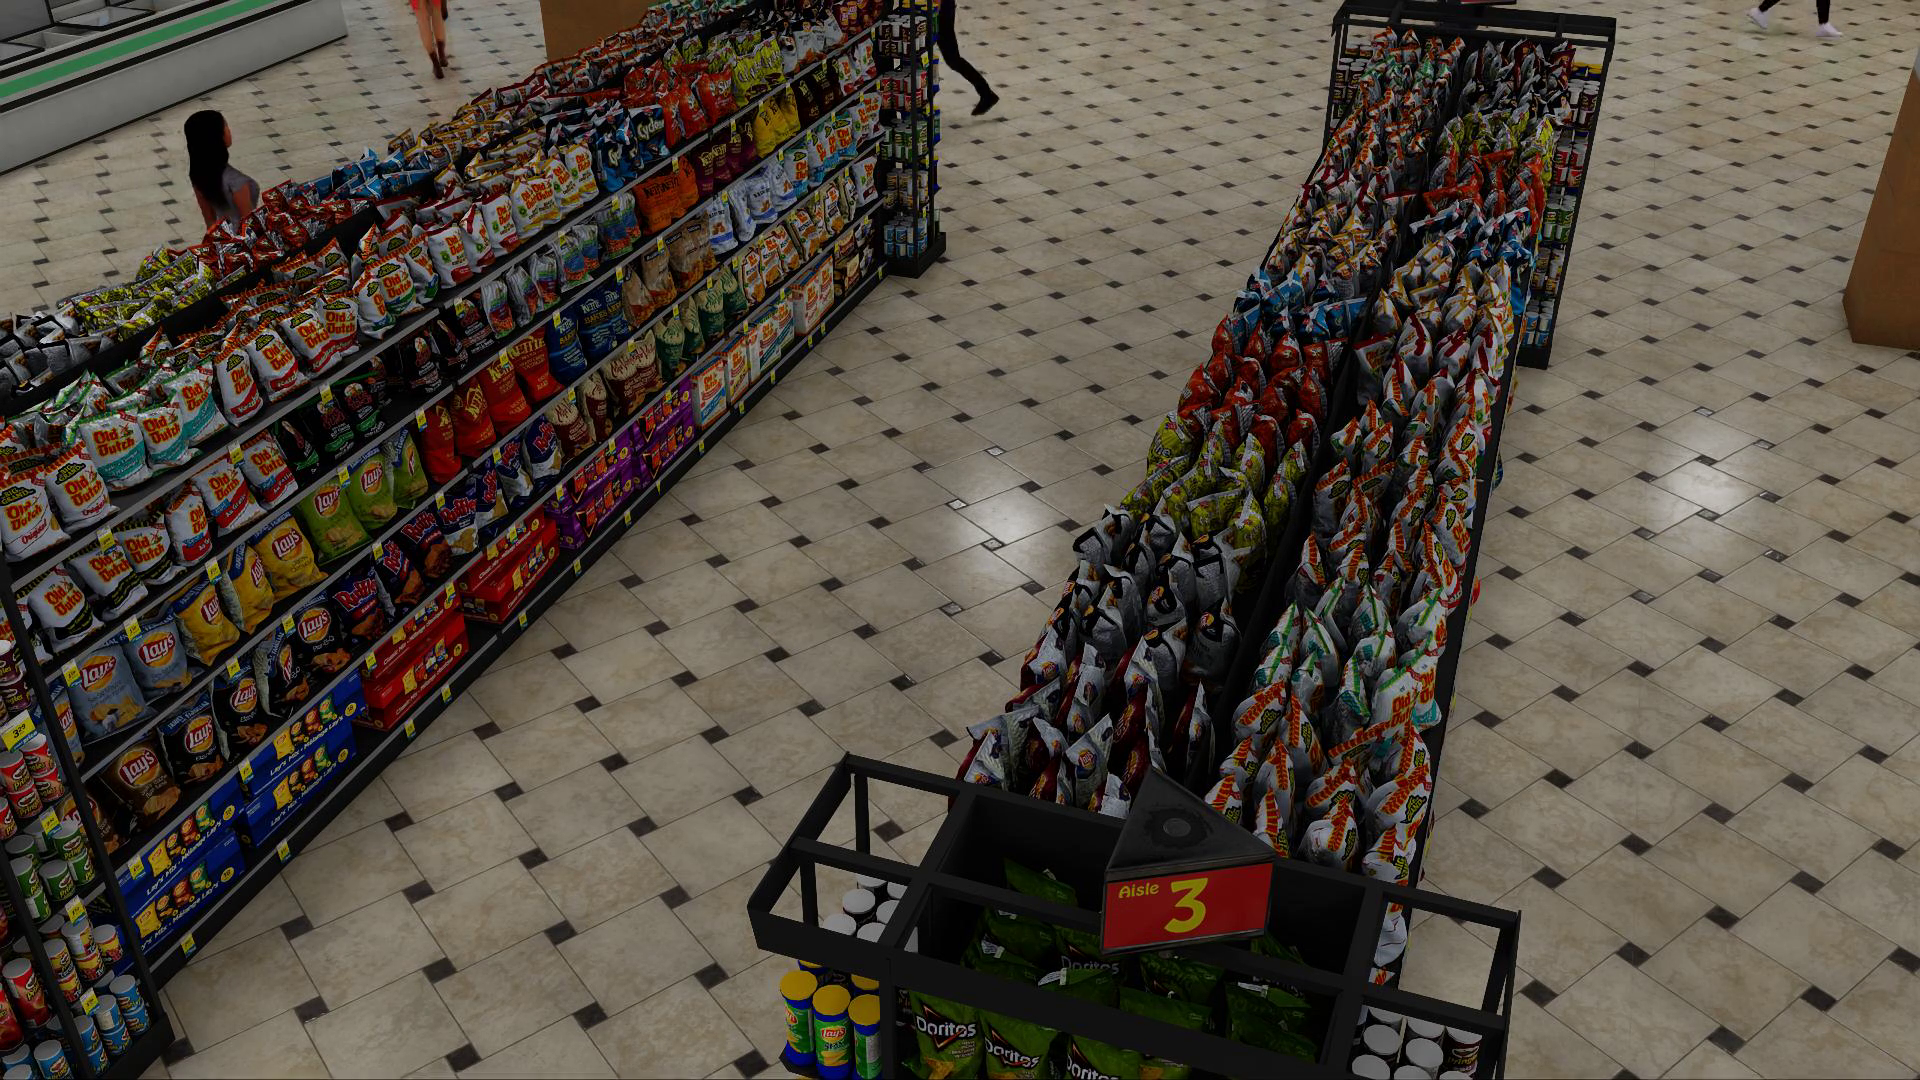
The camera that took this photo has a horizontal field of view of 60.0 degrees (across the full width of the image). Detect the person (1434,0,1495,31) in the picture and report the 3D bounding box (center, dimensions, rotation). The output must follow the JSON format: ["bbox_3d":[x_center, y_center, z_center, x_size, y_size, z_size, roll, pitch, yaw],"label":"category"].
[{"bbox_3d":[4.228,-4.430,14.070,0.888,1.668,1.169,-2,32,-3],"label":"person"}]

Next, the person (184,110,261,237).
[{"bbox_3d":[-4.024,-1.472,9.224,0.727,1.767,0.937,19,37,28],"label":"person"}]

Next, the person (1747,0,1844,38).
[{"bbox_3d":[8.263,-5.716,16.205,0.865,1.597,1.128,17,36,25],"label":"person"}]

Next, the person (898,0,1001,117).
[{"bbox_3d":[-0.071,-4.378,13.903,1.002,1.756,1.187,-1,32,-2],"label":"person"}]

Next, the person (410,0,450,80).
[{"bbox_3d":[-4.830,-5.007,14.964,0.763,1.705,0.820,-12,34,-18],"label":"person"}]
